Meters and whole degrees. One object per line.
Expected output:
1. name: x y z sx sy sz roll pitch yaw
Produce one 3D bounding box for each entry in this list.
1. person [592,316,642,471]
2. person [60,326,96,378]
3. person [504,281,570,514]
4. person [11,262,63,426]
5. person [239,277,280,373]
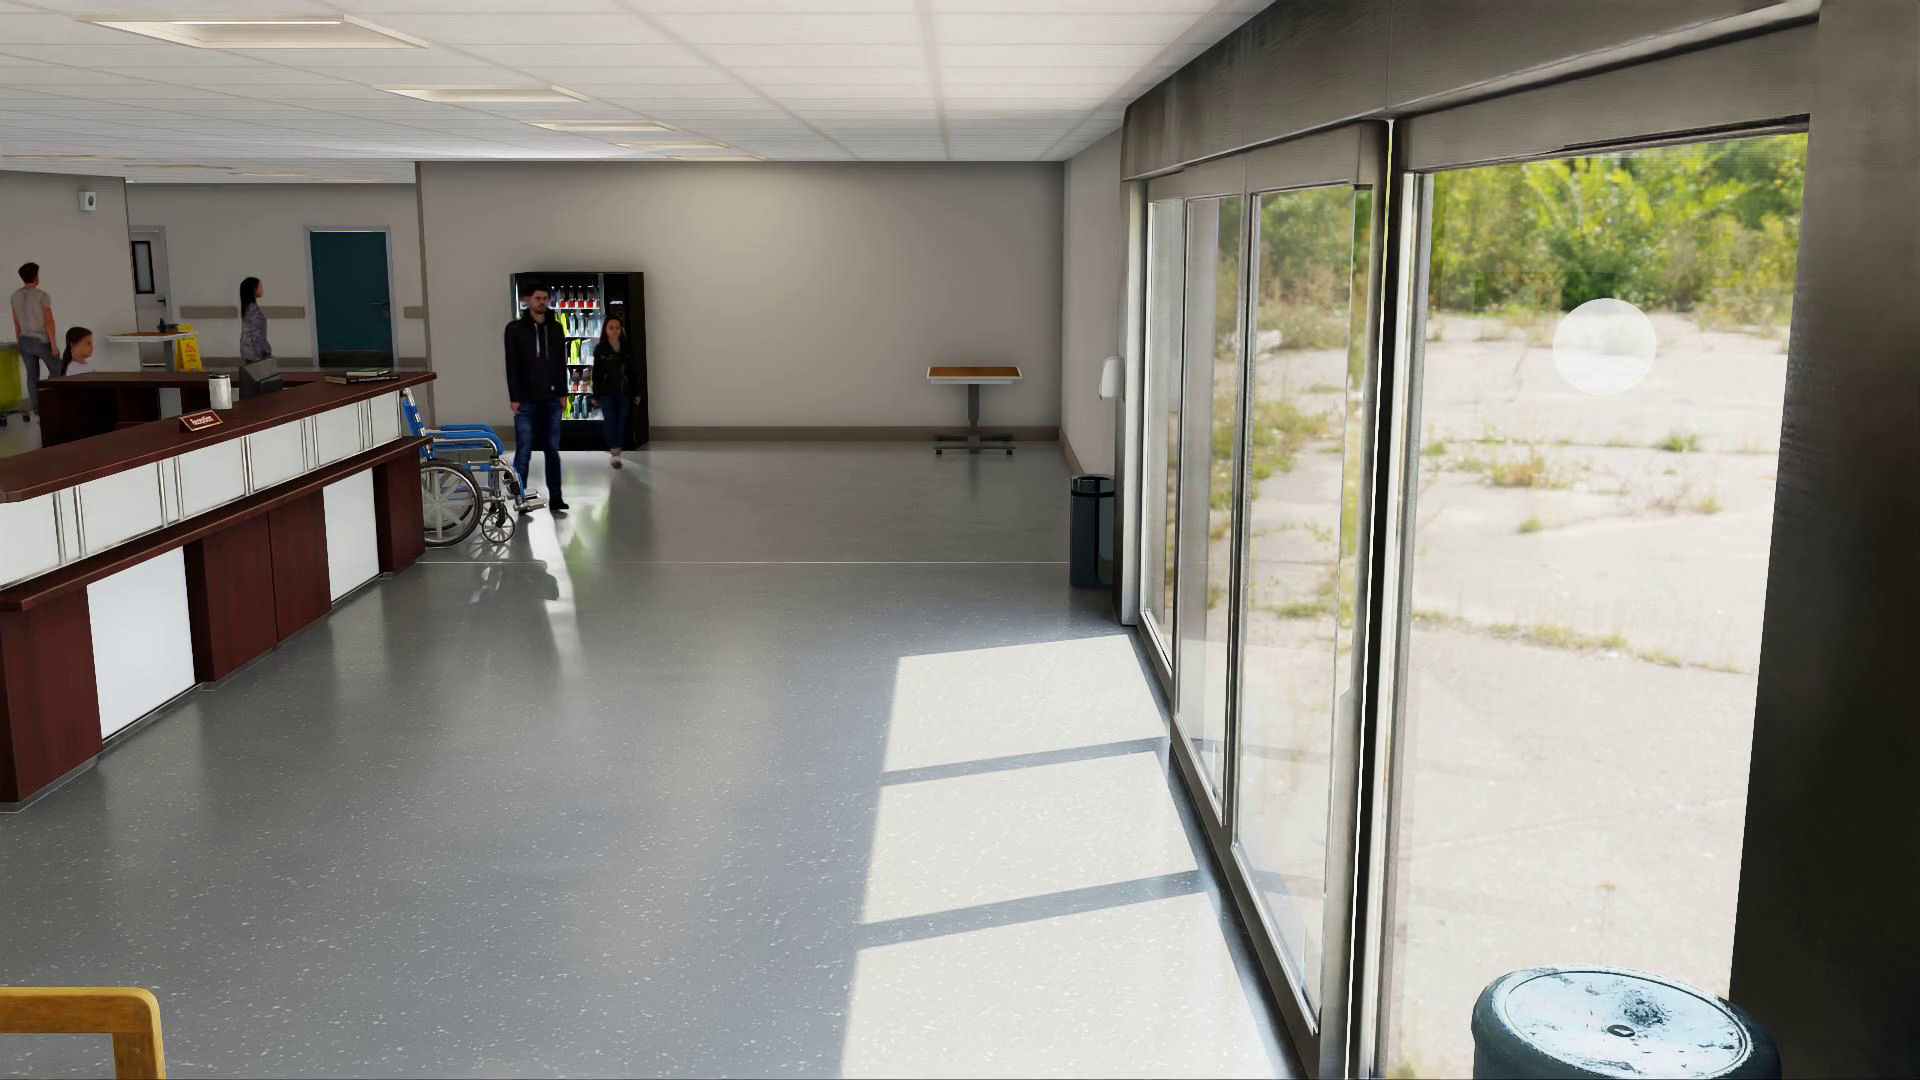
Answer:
1. person: -3.338 -1.412 16.001 0.909 1.459 0.868 -5 12 -24
2. person: -6.948 -0.899 13.066 0.696 1.545 0.589 -2 11 -8
3. person: -3.442 -1.158 13.520 0.717 1.885 0.821 -7 13 -33
4. person: -10.876 -2.294 19.500 0.531 1.887 0.736 0 11 0
5. person: -8.288 -2.181 19.356 0.785 1.720 0.727 -10 15 -43
